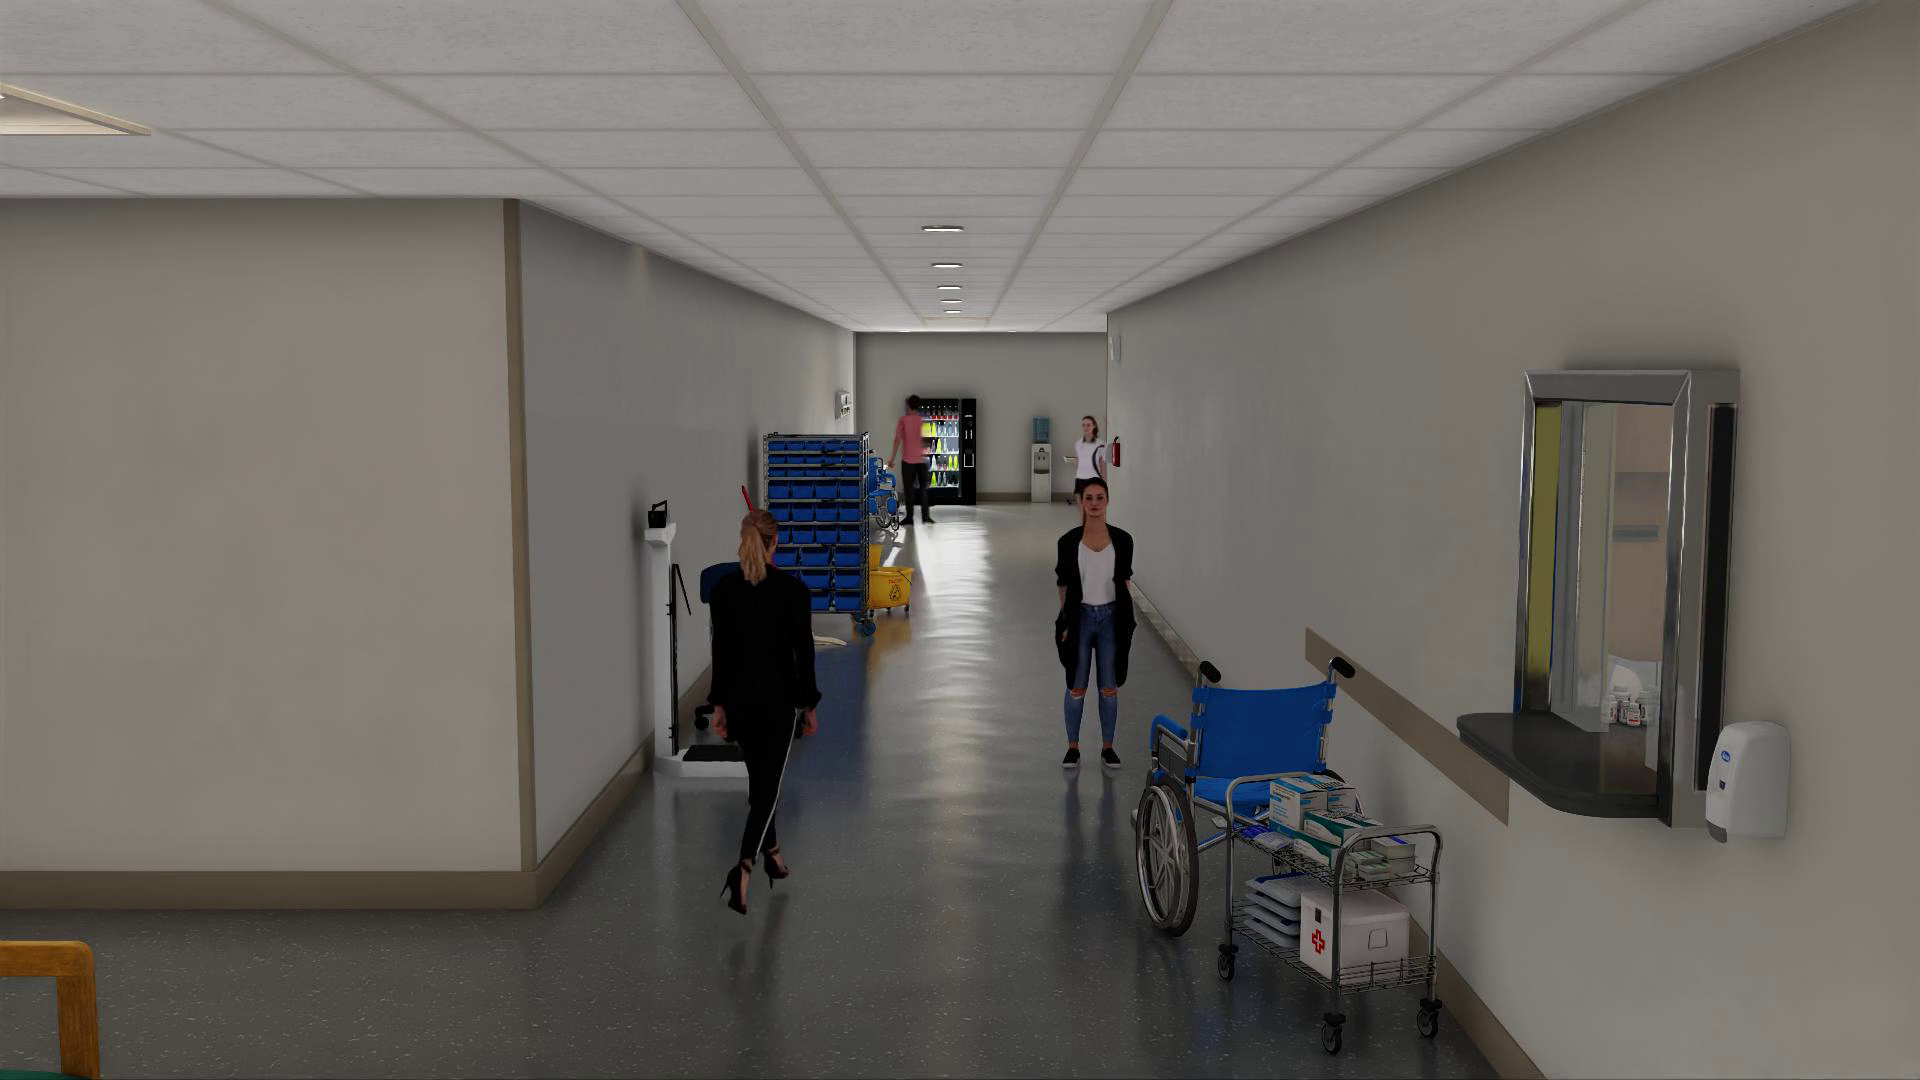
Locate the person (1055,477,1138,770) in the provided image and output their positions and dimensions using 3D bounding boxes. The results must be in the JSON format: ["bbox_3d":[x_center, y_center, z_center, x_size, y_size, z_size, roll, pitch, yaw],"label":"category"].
[{"bbox_3d":[0.774,0.474,9.608,0.480,1.684,0.679,0,6,-1],"label":"person"}]

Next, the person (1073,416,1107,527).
[{"bbox_3d":[1.640,-0.658,20.616,0.952,1.732,0.854,3,6,23],"label":"person"}]

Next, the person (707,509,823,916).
[{"bbox_3d":[-0.852,0.743,6.965,1.056,1.678,0.826,1,6,11],"label":"person"}]

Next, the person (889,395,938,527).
[{"bbox_3d":[-0.664,-1.193,24.805,0.736,1.957,0.984,-3,7,-29],"label":"person"}]
